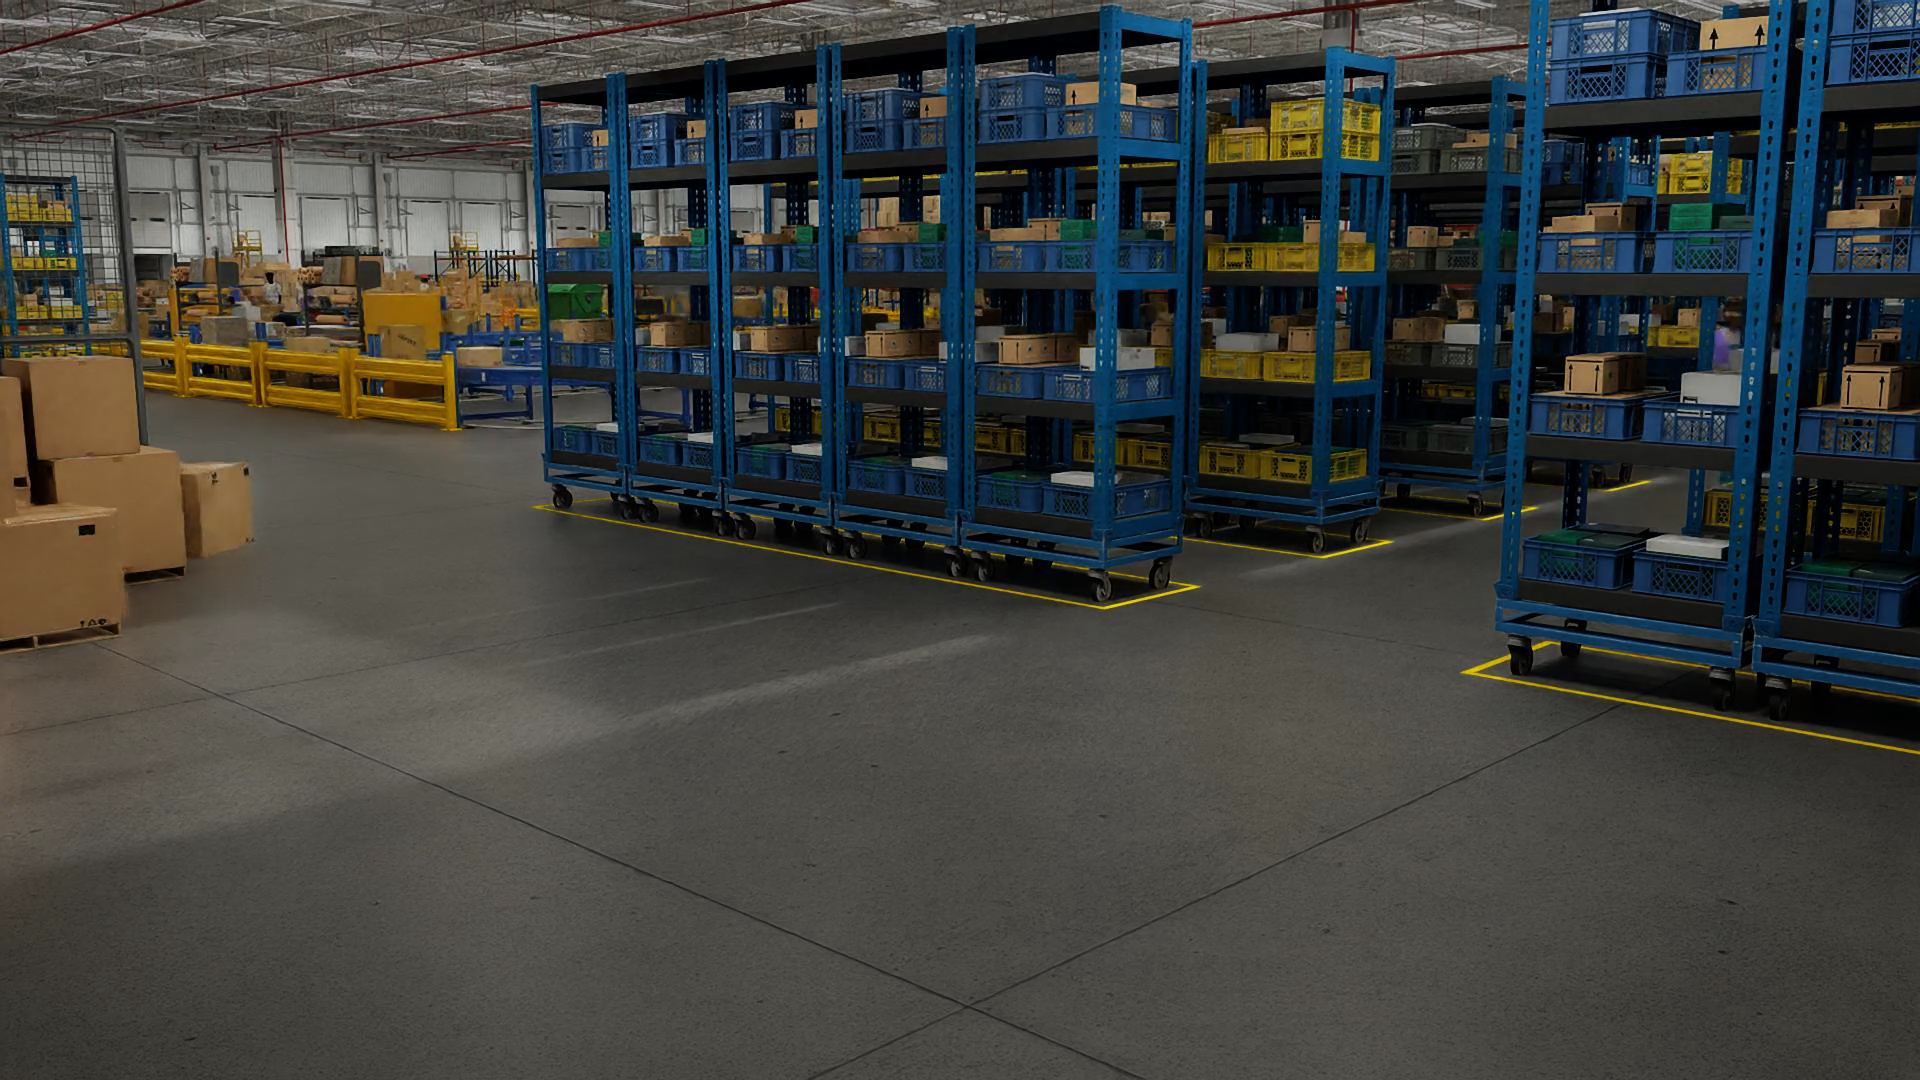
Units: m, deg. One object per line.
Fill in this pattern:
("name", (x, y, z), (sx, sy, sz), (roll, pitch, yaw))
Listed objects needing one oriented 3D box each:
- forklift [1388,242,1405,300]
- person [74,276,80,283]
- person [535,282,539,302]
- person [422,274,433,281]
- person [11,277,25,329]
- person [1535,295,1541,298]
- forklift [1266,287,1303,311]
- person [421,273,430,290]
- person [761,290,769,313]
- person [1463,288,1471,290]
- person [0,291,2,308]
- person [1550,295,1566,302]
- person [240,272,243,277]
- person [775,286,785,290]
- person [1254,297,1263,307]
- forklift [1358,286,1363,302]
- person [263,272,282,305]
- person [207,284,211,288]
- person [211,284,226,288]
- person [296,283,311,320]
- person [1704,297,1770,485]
("forklift", (12.827, -7.232, 48.287), (1.873, 2.768, 1.129), (9, 13, 43))
("person", (-45.098, -12.830, 85.313), (0.378, 1.996, 0.611), (4, 10, 25))
("person", (-16.113, -9.300, 64.073), (0.533, 1.864, 0.314), (3, 10, 16))
("person", (-25.939, -12.050, 81.015), (0.625, 1.841, 0.429), (0, 9, 1))
("person", (-32.018, -8.068, 56.565), (0.503, 1.850, 0.580), (-7, 11, -36))
("person", (15.345, -6.149, 44.892), (0.591, 1.823, 0.405), (-1, 9, -6))
("forklift", (10.769, -8.203, 54.240), (1.129, 2.768, 1.873), (8, 12, 42))
("person", (-18.338, -8.190, 57.062), (0.539, 1.925, 0.405), (6, 11, 34))
("person", (-5.712, -6.732, 49.182), (0.676, 1.608, 0.559), (-5, 10, -26))
("person", (18.816, -8.785, 61.761), (0.864, 1.580, 0.517), (-7, 12, -37))
("person", (-31.377, -7.595, 54.024), (0.880, 1.719, 0.554), (-8, 13, -42))
("person", (8.969, -2.925, 24.898), (1.005, 1.899, 0.648), (8, 12, 41))
("person", (-37.101, -12.892, 85.999), (0.572, 1.906, 0.720), (1, 9, 5))
("person", (-8.249, -11.177, 76.327), (0.527, 1.623, 0.644), (-6, 11, -31))
("person", (7.078, -5.313, 40.069), (0.538, 1.719, 0.907), (5, 10, 27))
("forklift", (11.100, -7.017, 46.970), (1.873, 2.768, 1.129), (9, 13, 43))
("person", (-22.094, -7.614, 53.425), (0.612, 1.963, 0.361), (2, 9, 11))
("person", (-36.699, -12.189, 81.621), (0.379, 1.918, 0.585), (0, 9, 1))
("person", (-26.553, -8.604, 59.663), (0.573, 1.913, 0.610), (-1, 9, -4))
("person", (-24.408, -8.940, 61.753), (0.615, 1.899, 0.464), (4, 10, 26))
("person", (6.843, -1.251, 14.805), (0.590, 1.829, 0.596), (-7, 12, -37))
